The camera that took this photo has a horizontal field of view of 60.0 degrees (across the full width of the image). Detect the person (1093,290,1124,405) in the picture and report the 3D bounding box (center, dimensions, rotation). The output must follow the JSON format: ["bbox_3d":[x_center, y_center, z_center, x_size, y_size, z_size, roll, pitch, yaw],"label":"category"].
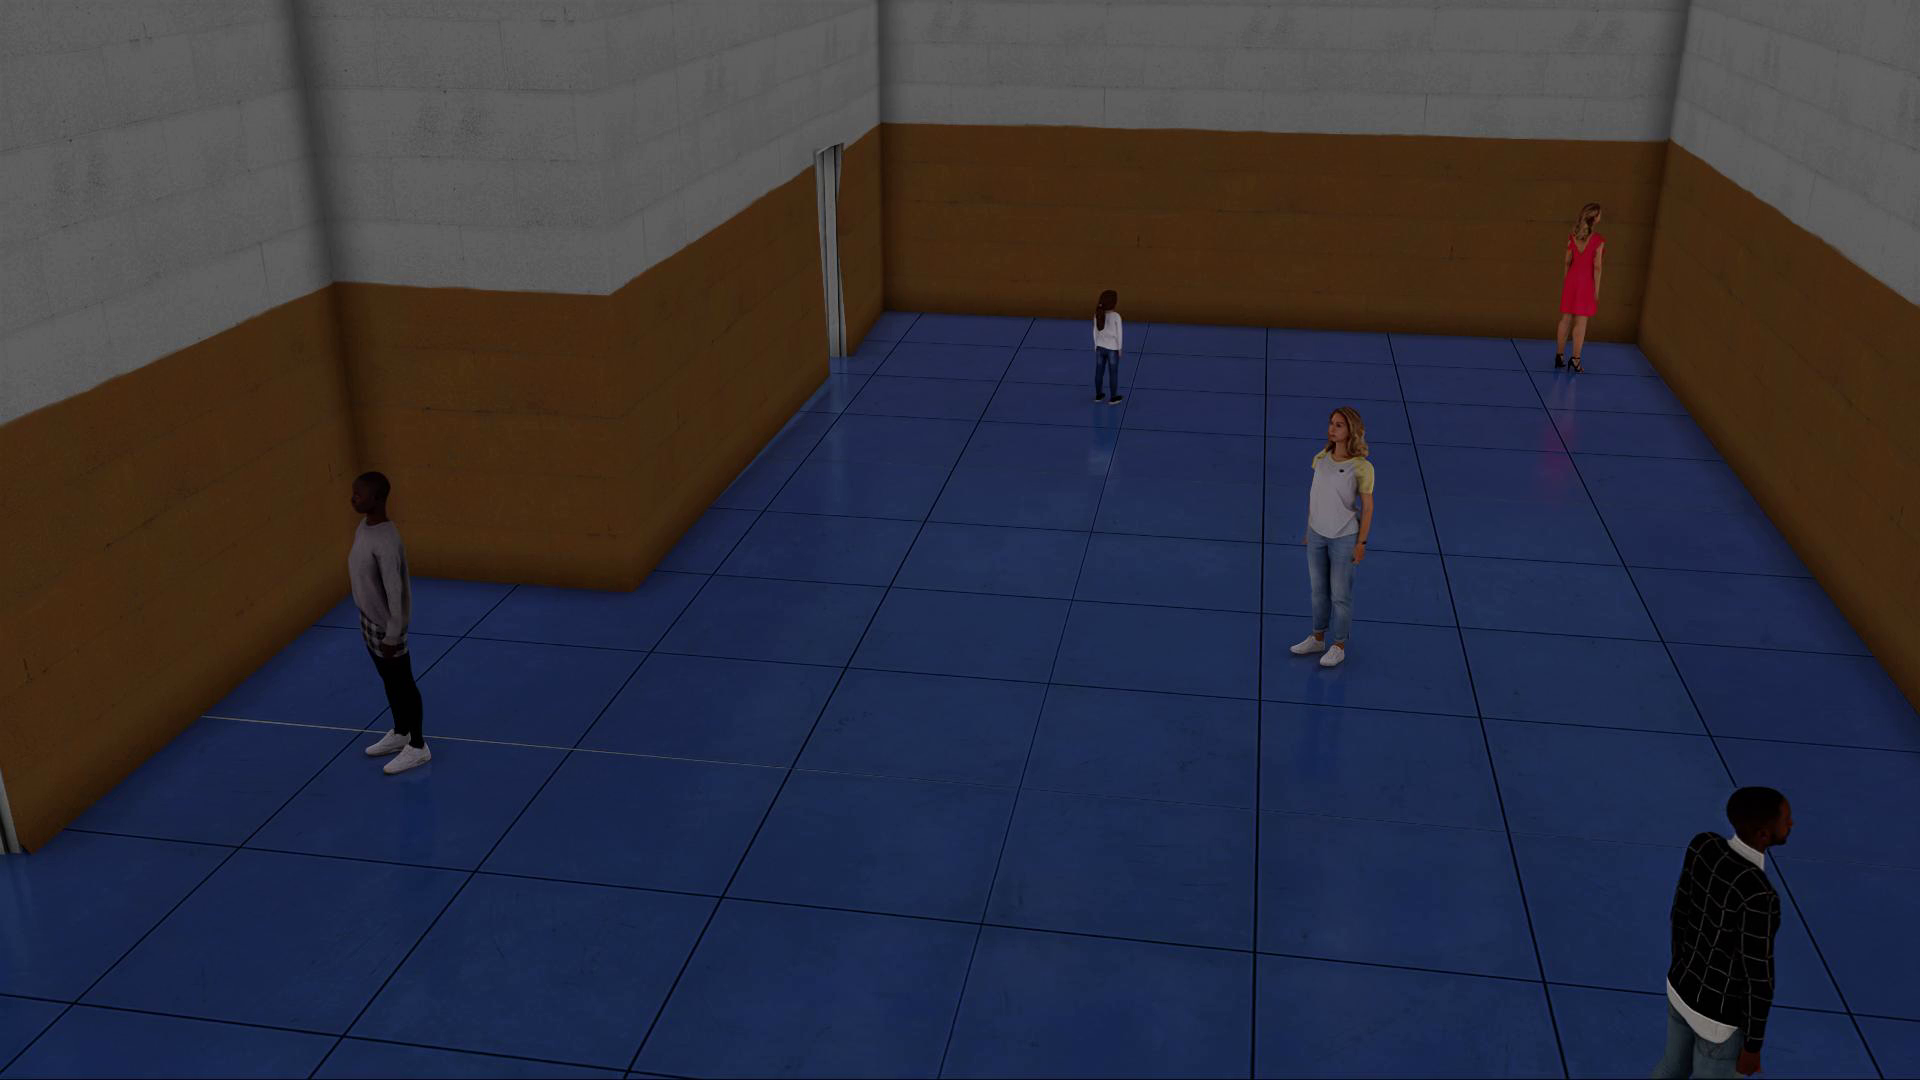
[{"bbox_3d":[1.430,-1.885,16.109,0.484,1.110,0.568,13,25,29],"label":"person"}]

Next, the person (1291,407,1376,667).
[{"bbox_3d":[2.403,-0.027,10.640,0.771,1.723,0.692,-17,28,-37],"label":"person"}]

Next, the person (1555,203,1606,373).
[{"bbox_3d":[6.353,-2.600,17.059,0.718,1.728,0.666,-13,25,-29],"label":"person"}]

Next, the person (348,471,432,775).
[{"bbox_3d":[-3.236,0.450,9.410,0.753,1.772,0.683,-16,27,-34],"label":"person"}]

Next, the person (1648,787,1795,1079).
[{"bbox_3d":[2.794,1.713,6.202,0.657,1.819,0.730,-3,22,-7],"label":"person"}]
